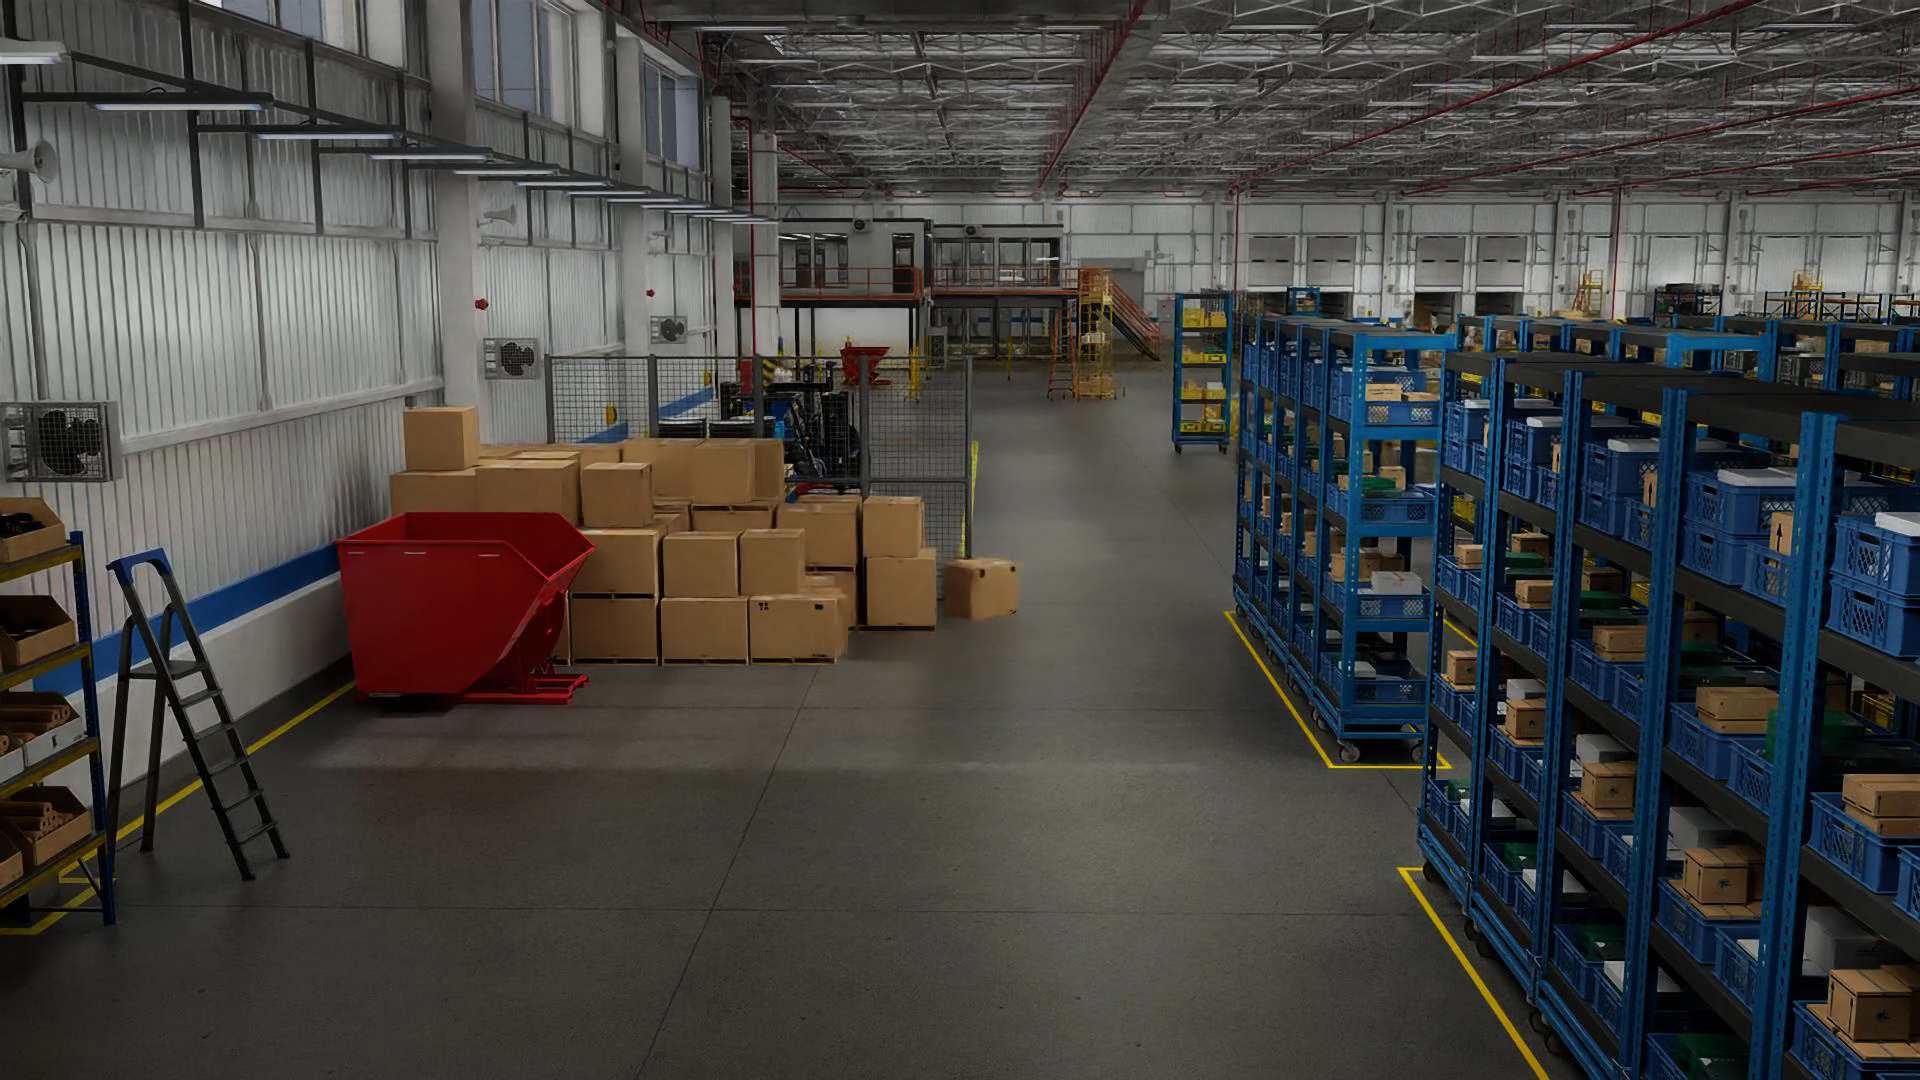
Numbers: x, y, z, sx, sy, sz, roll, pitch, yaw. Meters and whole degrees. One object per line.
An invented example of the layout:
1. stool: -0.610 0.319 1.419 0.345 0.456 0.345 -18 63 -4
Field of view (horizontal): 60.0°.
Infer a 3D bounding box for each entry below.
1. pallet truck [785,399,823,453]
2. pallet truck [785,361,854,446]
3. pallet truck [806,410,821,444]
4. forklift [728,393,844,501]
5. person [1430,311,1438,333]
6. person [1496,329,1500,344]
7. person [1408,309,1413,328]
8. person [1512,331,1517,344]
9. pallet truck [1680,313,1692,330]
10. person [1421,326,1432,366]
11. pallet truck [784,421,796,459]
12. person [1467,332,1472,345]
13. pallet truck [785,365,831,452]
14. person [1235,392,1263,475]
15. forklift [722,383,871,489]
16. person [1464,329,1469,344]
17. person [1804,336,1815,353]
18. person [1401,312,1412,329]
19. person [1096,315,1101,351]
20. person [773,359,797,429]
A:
1. pallet truck: -3.814 -2.432 36.419 1.630 1.274 0.653 0 9 1
2. pallet truck: -3.410 -3.193 38.978 1.885 1.965 0.823 0 9 -1
3. pallet truck: -3.559 -2.018 33.905 1.522 1.261 0.704 0 9 -1
4. forklift: -2.979 -1.316 26.476 2.680 1.987 1.157 0 9 1
5. person: 26.360 -11.801 92.556 0.429 1.845 0.621 3 10 15
6. person: 26.962 -10.386 83.899 0.628 1.830 0.450 -3 10 -20
7. person: 25.591 -12.174 94.623 0.395 1.920 0.585 5 11 30
8. person: 20.003 -6.545 59.750 0.361 1.963 0.616 -4 10 -23
9. pallet truck: 36.315 -10.531 84.244 0.823 1.965 1.885 -6 11 -33
10. person: 18.530 -7.583 66.330 0.661 1.911 0.581 -4 10 -25
11. pallet truck: -4.013 -1.793 32.705 1.601 1.201 0.680 0 9 1
12. person: 20.057 -7.444 66.022 0.834 1.723 0.535 -1 9 -8
13. pallet truck: -3.774 -2.976 37.635 1.885 1.965 0.823 1 9 5
14. person: 5.969 -2.307 33.461 0.872 2.003 0.707 4 10 23
15. forklift: -2.893 -1.687 28.729 2.680 1.987 1.157 0 9 -1
16. person: 19.514 -7.226 64.292 0.405 1.857 0.505 3 10 16
17. person: 31.997 -6.960 62.605 0.328 1.872 0.514 -3 10 -16
18. person: 23.854 -11.244 88.859 0.611 1.930 0.587 8 12 41
19. person: 6.852 -10.364 83.563 0.576 1.881 0.352 1 9 9
20. person: -4.604 -3.822 43.205 0.749 1.883 0.650 8 12 40
